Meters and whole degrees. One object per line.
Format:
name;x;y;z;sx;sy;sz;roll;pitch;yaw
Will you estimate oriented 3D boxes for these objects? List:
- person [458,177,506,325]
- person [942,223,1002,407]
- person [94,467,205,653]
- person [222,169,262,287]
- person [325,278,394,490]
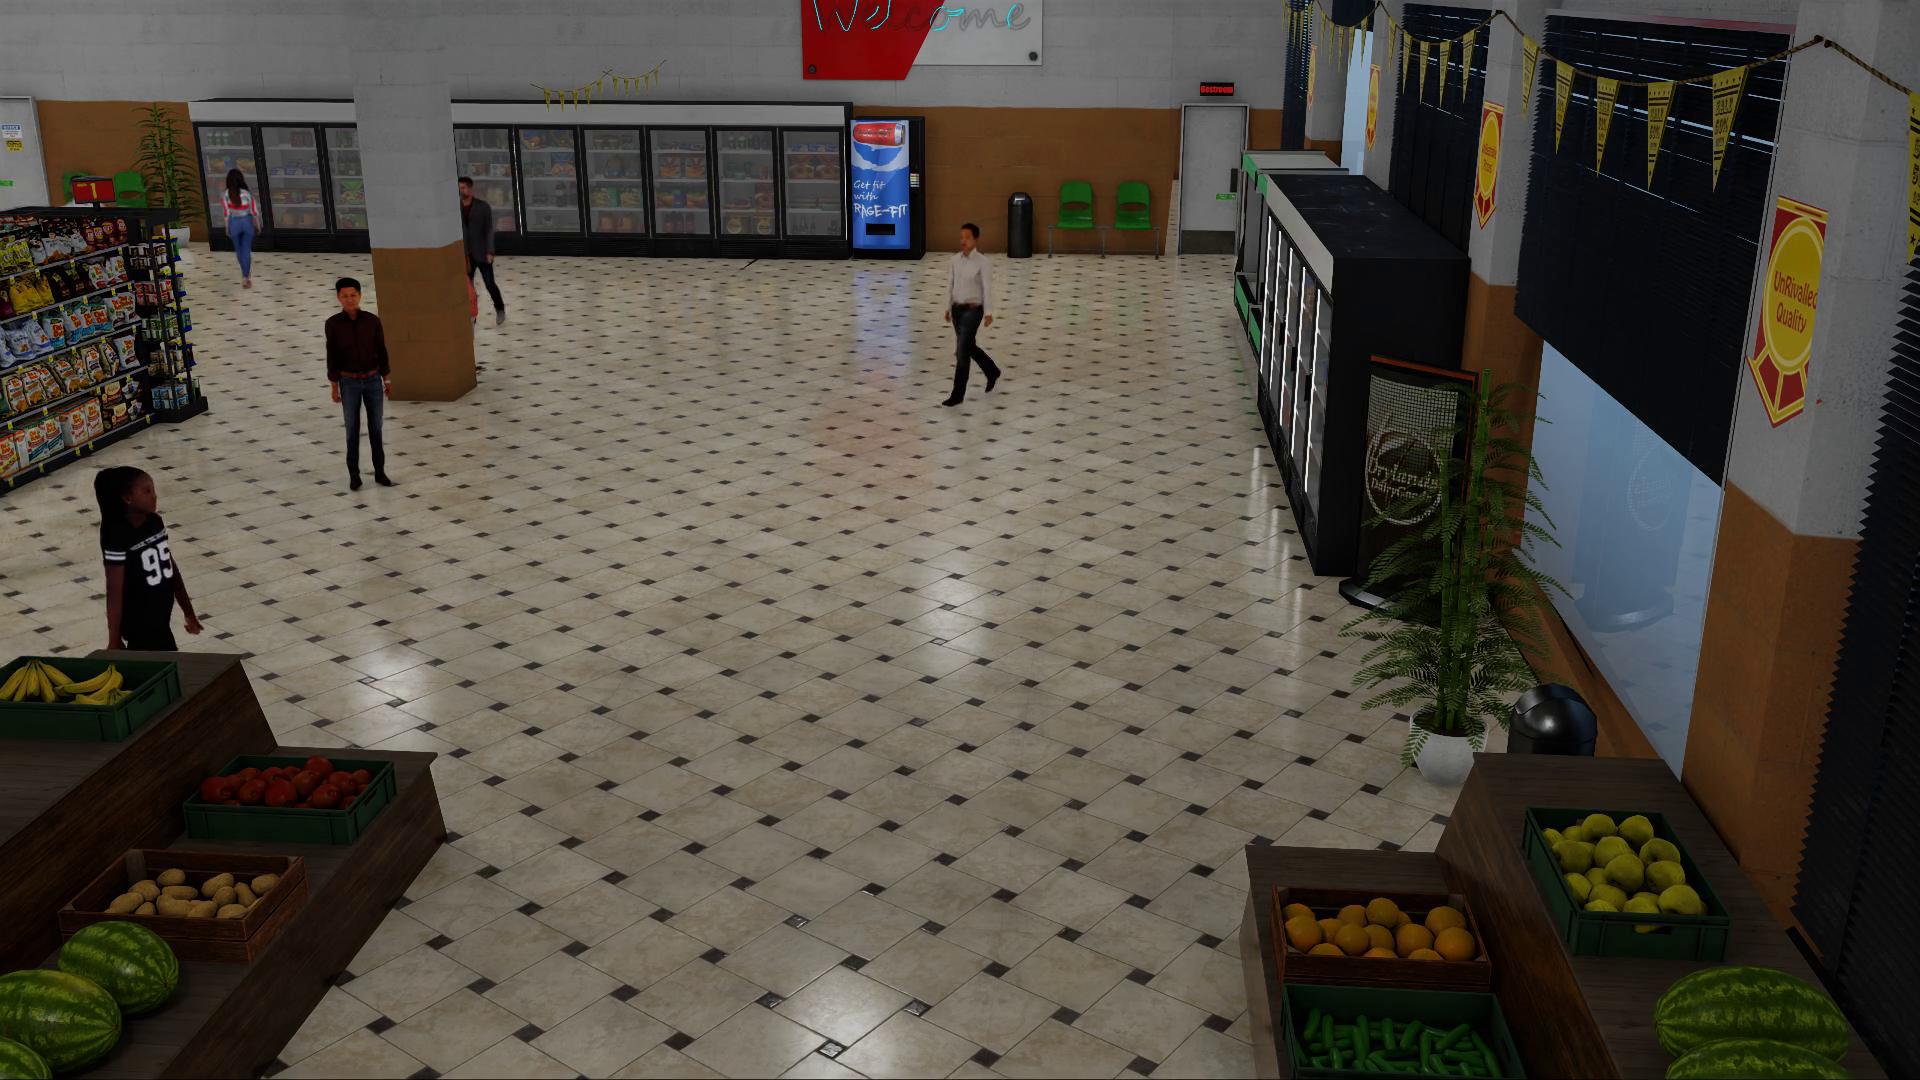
person;-5.833;-3.459;20.178;0.696;1.834;1.176;1;19;3
person;0.137;-2.275;16.757;1.104;1.777;1.241;17;25;40
person;-4.380;0.466;8.781;0.751;1.679;1.162;0;19;-1
person;-10.007;-4.314;23.122;0.805;1.574;1.083;-4;19;-11
person;-5.017;-1.314;13.904;0.719;1.779;0.719;-10;21;-27
